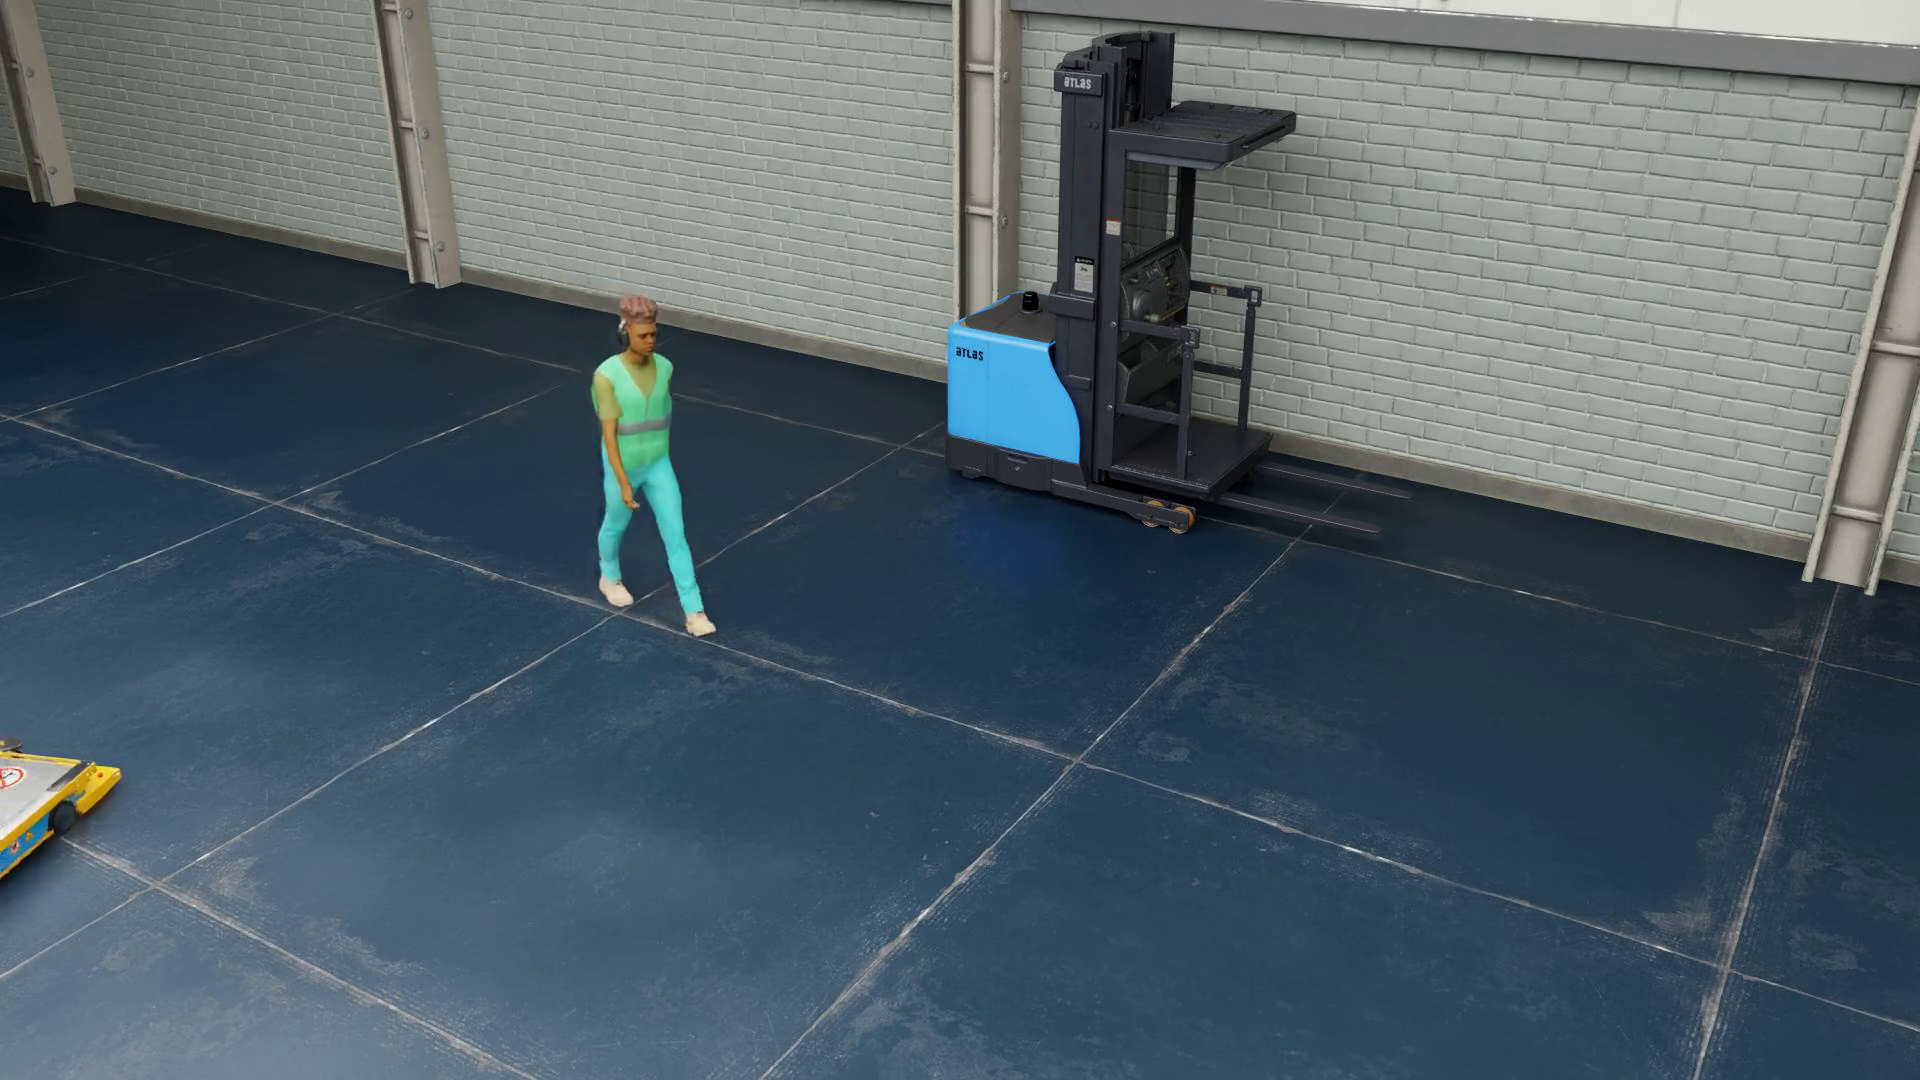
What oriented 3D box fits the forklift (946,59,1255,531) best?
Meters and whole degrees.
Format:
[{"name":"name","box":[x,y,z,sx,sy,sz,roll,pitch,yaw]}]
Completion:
[{"name":"forklift","box":[0.933,-1.707,10.833,1.873,2.768,1.129,15,29,28]}]

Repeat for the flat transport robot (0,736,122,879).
[{"name":"flat transport robot","box":[-4.482,1.354,7.393,0.659,0.231,1.431,5,26,9]}]

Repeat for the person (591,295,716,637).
[{"name":"person","box":[-1.769,-0.422,9.229,0.489,1.920,1.051,-18,30,-33]}]
